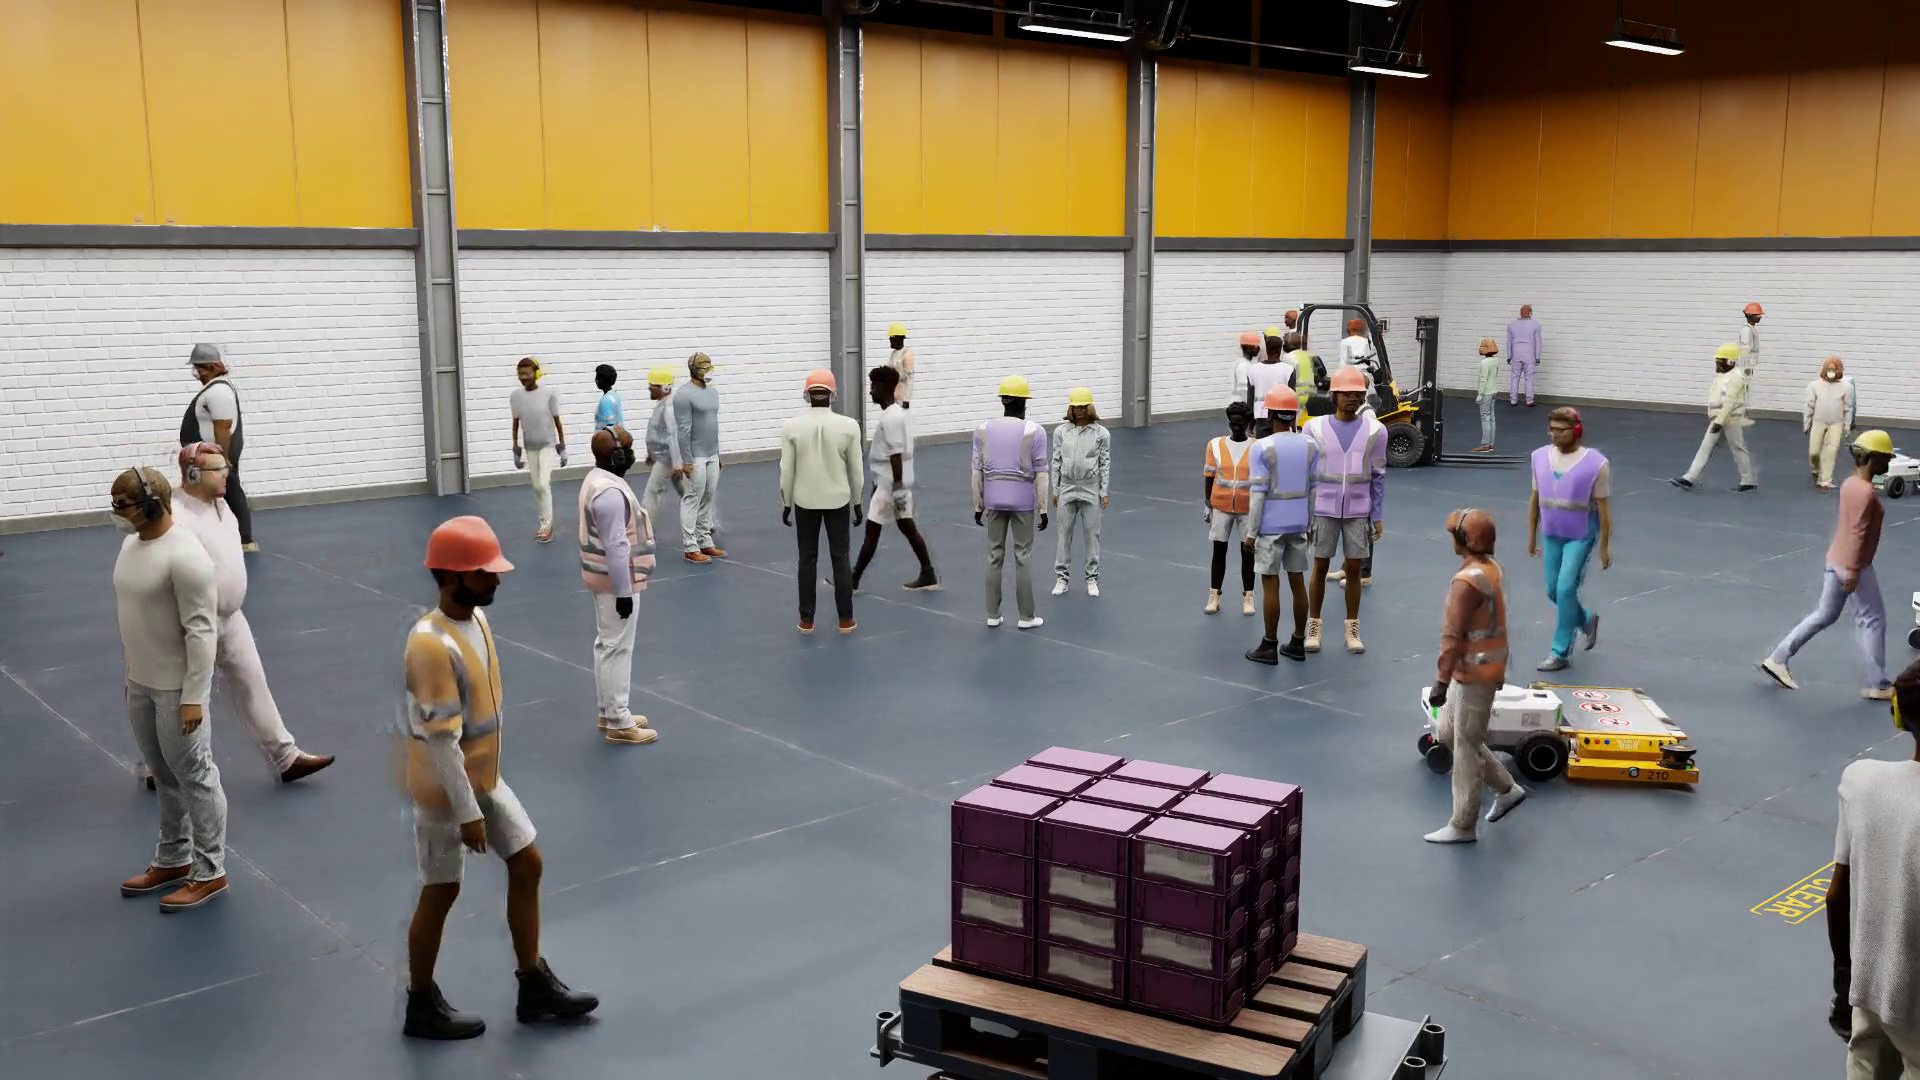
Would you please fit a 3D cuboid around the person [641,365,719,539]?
[{"bbox_3d":[-2.816,-0.816,16.151,0.977,1.779,0.591,-1,10,-7],"label":"person"}]

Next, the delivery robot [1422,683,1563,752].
[{"bbox_3d":[2.907,0.945,9.120,0.707,0.478,0.477,1,10,6],"label":"delivery robot"}]

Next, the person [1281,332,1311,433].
[{"bbox_3d":[4.425,-1.837,21.968,0.592,1.825,0.634,8,12,39],"label":"person"}]

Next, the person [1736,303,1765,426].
[{"bbox_3d":[13.128,-2.920,27.674,0.373,2.044,0.606,5,11,27],"label":"person"}]

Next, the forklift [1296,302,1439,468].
[{"bbox_3d":[5.320,-2.157,22.763,2.313,2.155,1.214,3,10,16],"label":"forklift"}]

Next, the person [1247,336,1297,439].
[{"bbox_3d":[3.546,-1.363,18.945,0.591,1.912,0.393,5,11,28],"label":"person"}]

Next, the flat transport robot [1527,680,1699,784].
[{"bbox_3d":[3.680,1.071,9.489,0.652,0.197,1.431,2,10,9],"label":"flat transport robot"}]

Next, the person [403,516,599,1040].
[{"bbox_3d":[-1.660,0.865,5.914,0.820,1.907,0.561,1,10,6],"label":"person"}]

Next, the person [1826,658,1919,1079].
[{"bbox_3d":[2.388,1.182,4.151,0.328,1.876,0.514,-3,10,-17],"label":"person"}]

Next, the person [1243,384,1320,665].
[{"bbox_3d":[2.202,-0.104,11.491,0.543,1.939,0.370,-4,11,-23],"label":"person"}]

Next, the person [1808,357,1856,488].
[{"bbox_3d":[10.637,-1.444,20.398,0.755,1.576,0.564,-7,12,-35],"label":"person"}]

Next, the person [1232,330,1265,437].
[{"bbox_3d":[3.472,-1.570,20.091,0.375,1.936,0.550,3,10,16],"label":"person"}]

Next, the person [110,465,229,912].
[{"bbox_3d":[-3.432,0.634,7.198,0.627,1.931,0.370,8,12,38],"label":"person"}]

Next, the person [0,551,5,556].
[{"bbox_3d":[-9.382,-0.743,15.474,0.773,1.865,0.397,-3,10,-15],"label":"person"}]

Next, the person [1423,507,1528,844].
[{"bbox_3d":[2.460,0.654,7.976,0.445,1.625,0.497,3,10,17],"label":"person"}]

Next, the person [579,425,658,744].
[{"bbox_3d":[-1.983,0.254,9.671,0.429,1.846,0.633,-3,10,-19],"label":"person"}]

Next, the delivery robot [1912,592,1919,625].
[{"bbox_3d":[7.138,0.500,11.728,0.707,0.478,0.477,2,10,11],"label":"delivery robot"}]

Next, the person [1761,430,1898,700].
[{"bbox_3d":[5.660,0.145,10.676,0.839,1.719,0.541,3,10,15],"label":"person"}]

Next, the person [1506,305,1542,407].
[{"bbox_3d":[10.571,-3.447,31.155,0.637,1.911,0.403,7,12,36],"label":"person"}]

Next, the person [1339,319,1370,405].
[{"bbox_3d":[6.256,-2.586,26.335,0.577,1.841,0.979,-3,10,-15],"label":"person"}]

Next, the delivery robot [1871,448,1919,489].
[{"bbox_3d":[10.977,-0.839,19.566,0.707,0.478,0.477,-5,11,-26],"label":"delivery robot"}]

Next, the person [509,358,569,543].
[{"bbox_3d":[-4.180,-0.881,16.395,0.536,1.821,0.802,1,10,8],"label":"person"}]

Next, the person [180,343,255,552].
[{"bbox_3d":[-7.105,-0.851,15.565,0.856,2.000,0.693,-3,10,-17],"label":"person"}]

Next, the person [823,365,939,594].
[{"bbox_3d":[-0.630,-0.496,13.854,0.967,1.913,0.610,1,10,5],"label":"person"}]

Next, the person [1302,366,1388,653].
[{"bbox_3d":[2.707,-0.211,11.802,0.607,2.048,0.365,1,10,7],"label":"person"}]

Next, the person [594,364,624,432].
[{"bbox_3d":[-3.662,-0.993,17.405,0.317,1.695,0.540,-1,10,-4],"label":"person"}]

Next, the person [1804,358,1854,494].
[{"bbox_3d":[10.342,-1.367,19.817,0.510,1.615,0.489,5,11,29],"label":"person"}]

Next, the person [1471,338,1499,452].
[{"bbox_3d":[7.585,-2.083,23.971,0.286,1.633,0.500,7,12,37],"label":"person"}]

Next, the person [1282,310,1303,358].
[{"bbox_3d":[5.736,-3.016,28.735,0.349,1.871,0.577,-3,10,-19],"label":"person"}]

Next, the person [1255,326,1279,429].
[{"bbox_3d":[4.653,-2.334,25.076,0.327,1.761,0.522,-2,10,-12],"label":"person"}]

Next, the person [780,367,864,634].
[{"bbox_3d":[-1.027,-0.289,12.415,0.623,1.989,0.400,-1,10,-4],"label":"person"}]

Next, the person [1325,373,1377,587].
[{"bbox_3d":[3.369,-0.516,14.178,0.325,1.843,0.517,-2,10,-10],"label":"person"}]

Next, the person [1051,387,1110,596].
[{"bbox_3d":[0.994,-0.399,13.790,0.484,1.744,0.296,2,10,9],"label":"person"}]

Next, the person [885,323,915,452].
[{"bbox_3d":[-0.812,-1.945,22.299,0.370,1.928,0.585,-5,11,-25],"label":"person"}]

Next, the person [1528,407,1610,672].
[{"bbox_3d":[4.226,-0.028,11.432,0.740,1.811,0.611,-7,12,-36],"label":"person"}]

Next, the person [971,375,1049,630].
[{"bbox_3d":[0.387,-0.282,12.577,0.594,1.922,0.375,3,10,19],"label":"person"}]

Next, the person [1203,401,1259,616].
[{"bbox_3d":[2.165,-0.247,13.051,0.533,1.693,0.319,3,10,15],"label":"person"}]

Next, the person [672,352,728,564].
[{"bbox_3d":[-2.387,-0.760,15.336,0.372,1.940,0.631,4,10,21],"label":"person"}]

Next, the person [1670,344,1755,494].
[{"bbox_3d":[9.017,-1.429,19.711,0.967,1.777,0.591,0,10,0],"label":"person"}]

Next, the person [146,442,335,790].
[{"bbox_3d":[-3.864,0.416,8.681,0.981,1.851,0.673,1,10,4],"label":"person"}]
